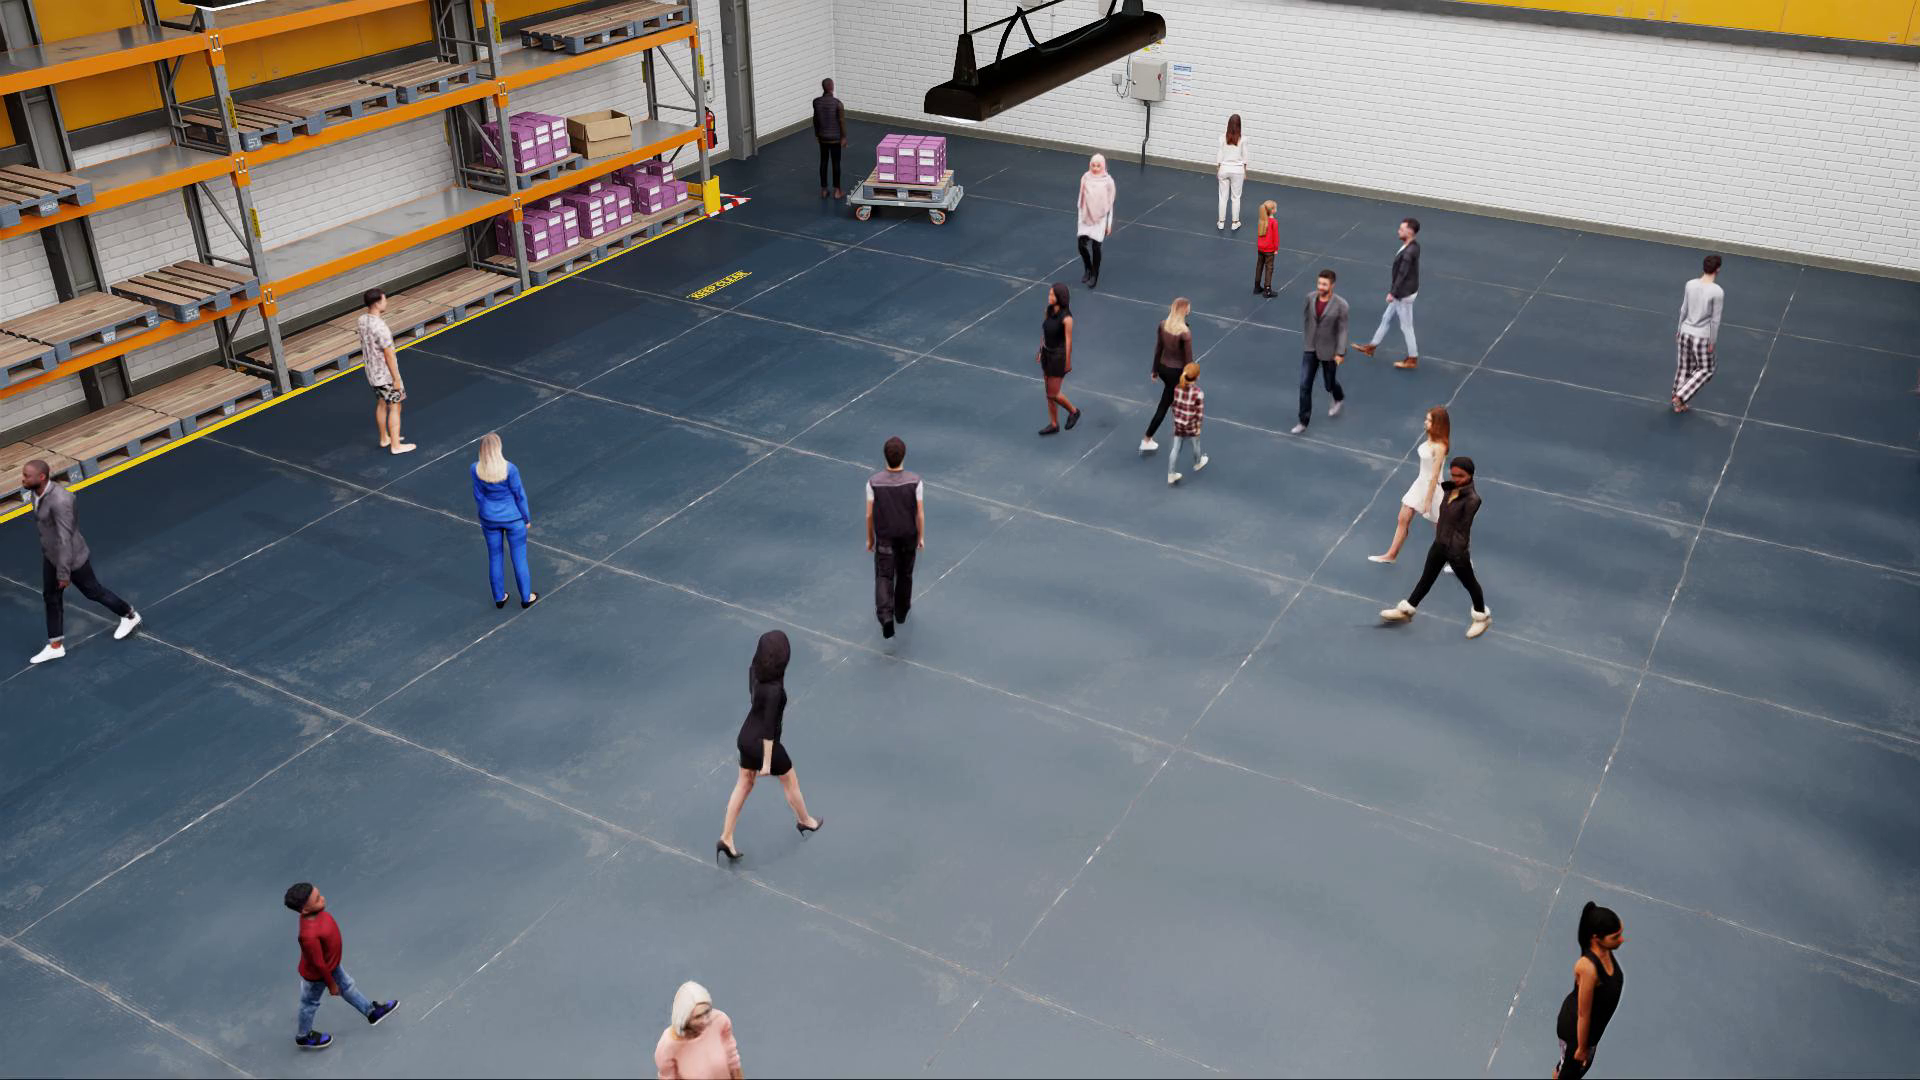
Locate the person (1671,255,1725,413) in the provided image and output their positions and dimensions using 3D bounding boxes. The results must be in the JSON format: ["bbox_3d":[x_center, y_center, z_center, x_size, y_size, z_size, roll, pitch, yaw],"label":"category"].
[{"bbox_3d":[8.093,-2.233,18.360,0.857,1.839,0.791,-18,33,-29],"label":"person"}]

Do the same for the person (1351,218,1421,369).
[{"bbox_3d":[5.321,-2.871,19.566,0.867,1.806,1.034,10,30,17],"label":"person"}]

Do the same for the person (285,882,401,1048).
[{"bbox_3d":[-3.960,2.607,10.123,0.903,1.230,0.851,-7,29,-12],"label":"person"}]

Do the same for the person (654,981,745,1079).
[{"bbox_3d":[-1.449,2.987,8.959,0.813,1.678,1.083,23,36,36],"label":"person"}]

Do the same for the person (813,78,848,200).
[{"bbox_3d":[-2.008,-6.194,25.626,0.707,1.835,0.581,12,31,21],"label":"person"}]

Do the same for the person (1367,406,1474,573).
[{"bbox_3d":[4.408,-0.417,15.218,0.987,1.661,1.172,2,29,4],"label":"person"}]

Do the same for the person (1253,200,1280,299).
[{"bbox_3d":[4.043,-3.845,21.900,0.605,1.281,0.571,-19,34,-31],"label":"person"}]

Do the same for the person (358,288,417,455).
[{"bbox_3d":[-6.112,-1.784,17.567,0.720,1.810,0.647,24,36,36],"label":"person"}]

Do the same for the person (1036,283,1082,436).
[{"bbox_3d":[1.097,-1.944,17.949,0.836,1.726,0.766,-15,32,-25],"label":"person"}]

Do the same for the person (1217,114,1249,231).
[{"bbox_3d":[3.970,-5.381,24.290,0.658,1.688,0.635,6,29,11],"label":"person"}]

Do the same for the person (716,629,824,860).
[{"bbox_3d":[-1.461,1.504,11.596,1.157,1.757,0.928,-15,32,-25],"label":"person"}]

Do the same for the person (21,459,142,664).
[{"bbox_3d":[-7.467,0.135,14.086,0.746,1.775,1.162,18,33,29],"label":"person"}]

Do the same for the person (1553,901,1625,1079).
[{"bbox_3d":[3.527,2.740,9.430,0.632,1.661,0.439,15,32,25],"label":"person"}]

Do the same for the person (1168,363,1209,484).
[{"bbox_3d":[2.286,-1.176,17.014,0.614,1.272,0.905,20,35,32],"label":"person"}]

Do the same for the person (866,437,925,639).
[{"bbox_3d":[-0.551,0.008,14.262,0.953,1.830,1.104,0,29,-1],"label":"person"}]

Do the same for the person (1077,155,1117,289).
[{"bbox_3d":[1.808,-4.256,22.118,0.700,1.792,0.672,10,30,18],"label":"person"}]

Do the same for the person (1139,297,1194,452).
[{"bbox_3d":[2.178,-1.703,17.584,1.203,1.653,0.939,-19,34,-31],"label":"person"}]

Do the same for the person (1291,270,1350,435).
[{"bbox_3d":[3.968,-2.074,18.069,0.793,1.838,1.197,20,34,32],"label":"person"}]

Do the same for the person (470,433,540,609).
[{"bbox_3d":[-4.044,-0.165,14.714,0.697,1.701,0.691,2,29,4],"label":"person"}]

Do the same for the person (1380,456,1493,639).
[{"bbox_3d":[4.109,0.087,14.314,1.164,1.640,1.138,22,36,35],"label":"person"}]
